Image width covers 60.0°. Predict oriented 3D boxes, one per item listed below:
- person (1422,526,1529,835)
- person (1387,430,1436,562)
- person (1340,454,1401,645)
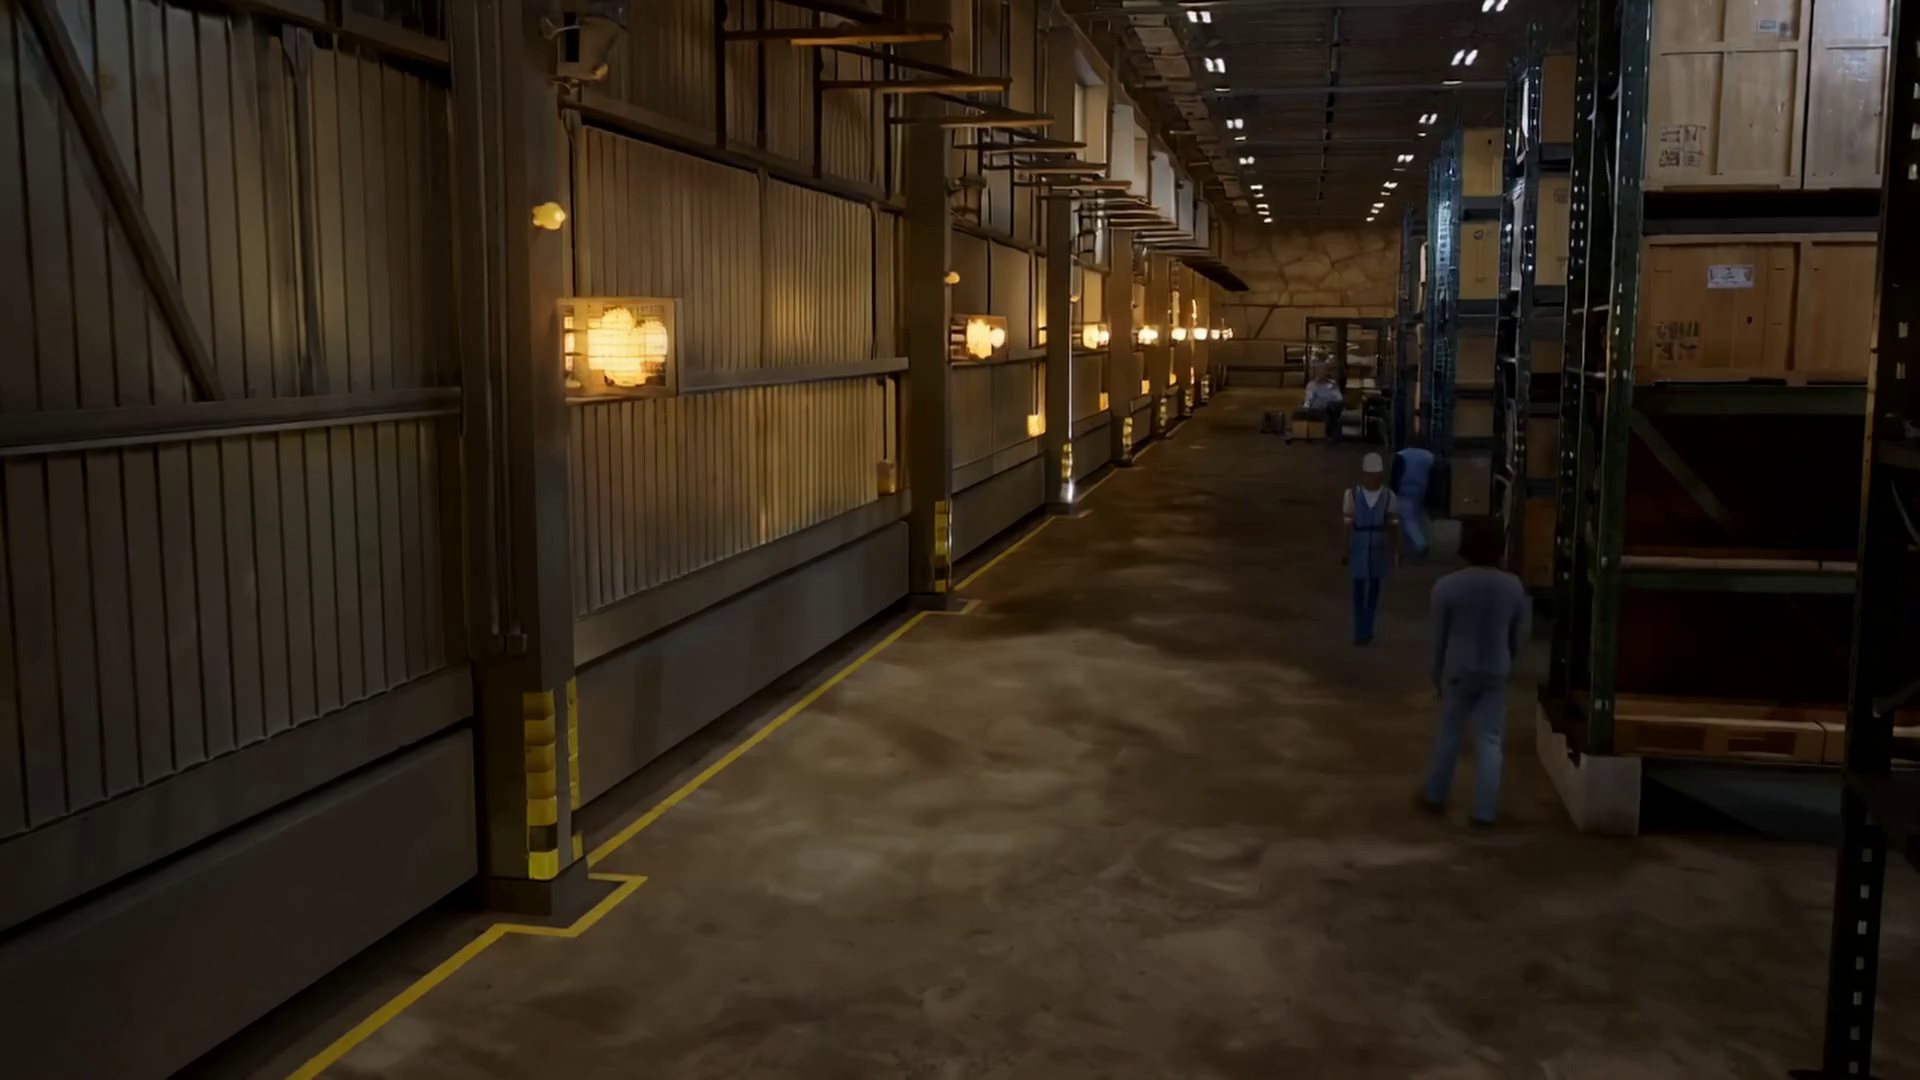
[{"bbox_3d":[3.253,0.848,10.561,0.629,1.872,1.058,0,7,3],"label":"person"},{"bbox_3d":[6.107,-0.583,22.352,0.655,1.793,0.789,-3,8,-24],"label":"person"},{"bbox_3d":[4.082,0.100,16.508,0.573,1.888,0.962,1,7,10],"label":"person"}]
